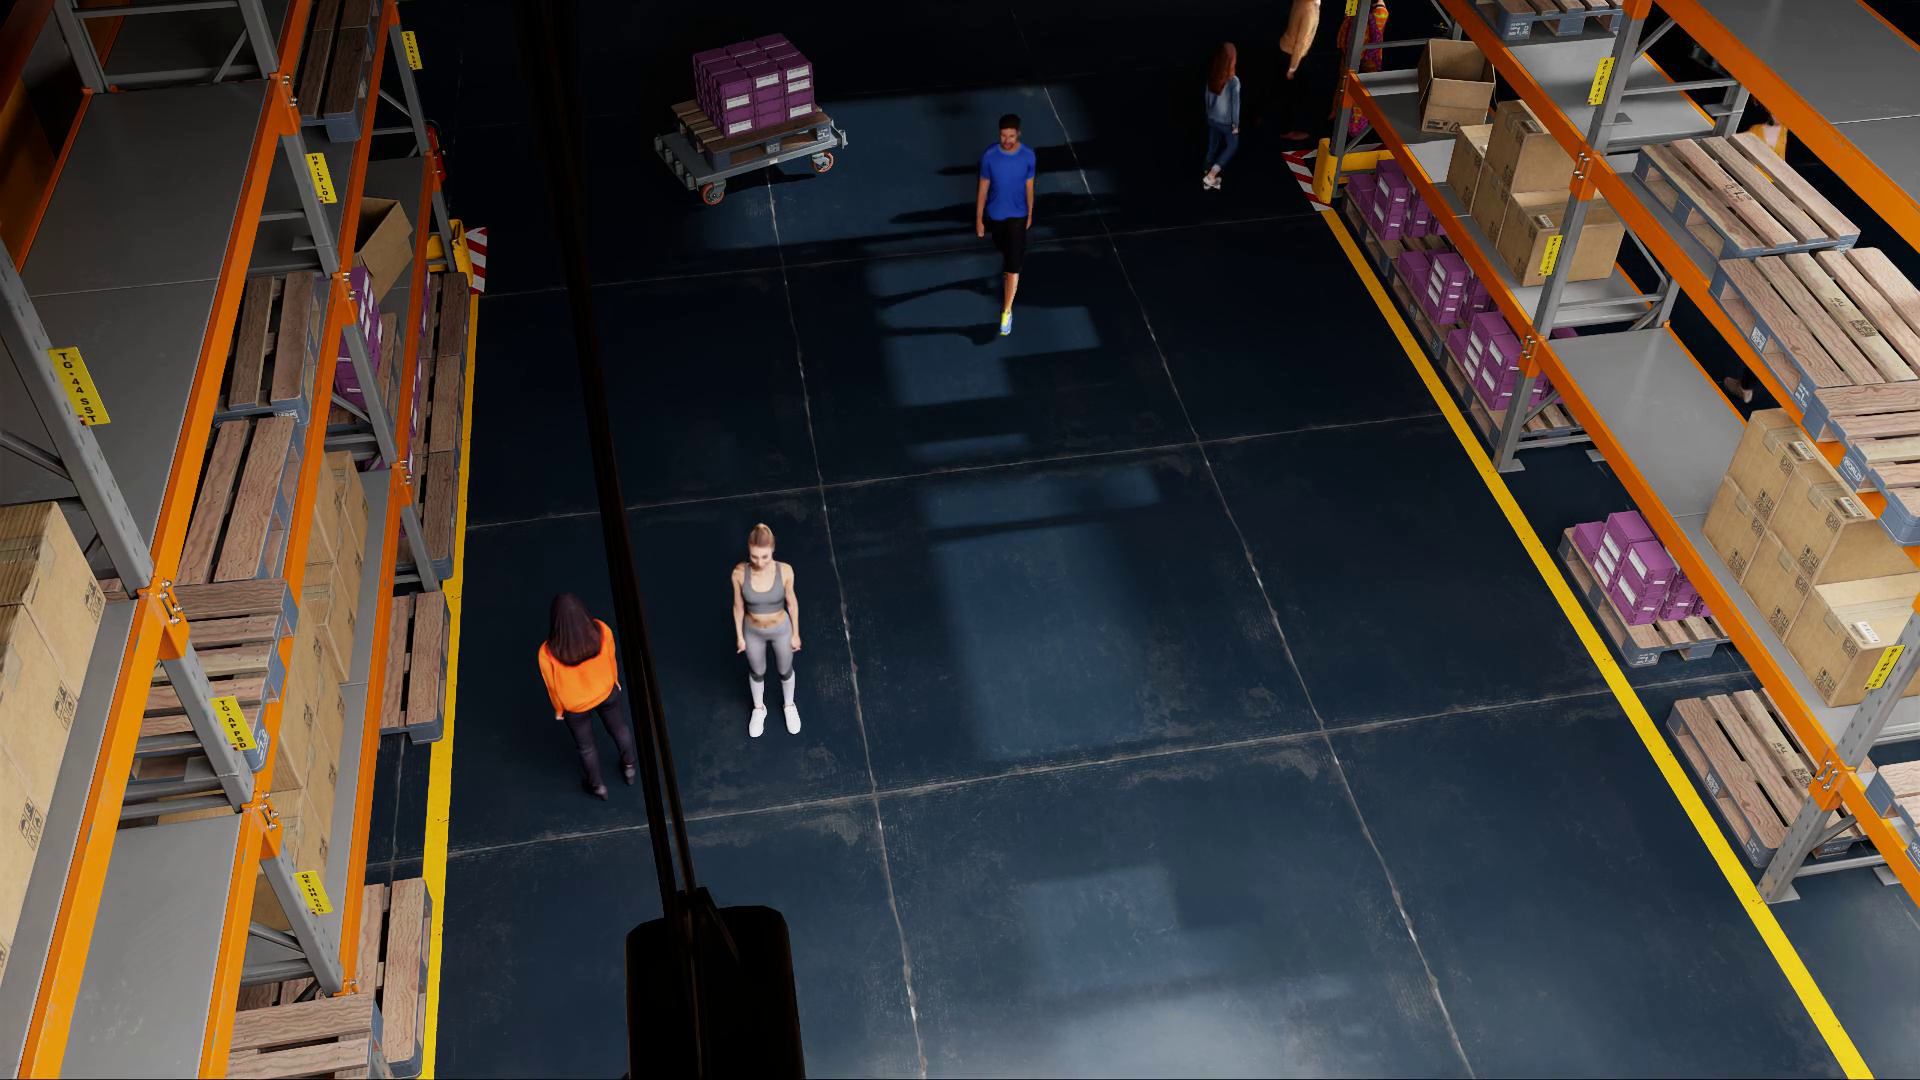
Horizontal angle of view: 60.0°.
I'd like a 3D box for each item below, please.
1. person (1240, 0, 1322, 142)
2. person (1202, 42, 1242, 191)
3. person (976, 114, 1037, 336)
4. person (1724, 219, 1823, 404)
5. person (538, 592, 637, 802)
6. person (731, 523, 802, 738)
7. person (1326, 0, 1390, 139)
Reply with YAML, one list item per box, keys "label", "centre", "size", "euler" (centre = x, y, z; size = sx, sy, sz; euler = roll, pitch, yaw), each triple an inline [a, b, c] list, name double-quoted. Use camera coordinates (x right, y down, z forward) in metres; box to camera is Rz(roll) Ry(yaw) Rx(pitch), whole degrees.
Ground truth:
- label: "person"
  centre: [3.129, -4.637, 15.957]
  size: [0.833, 1.719, 0.896]
  euler: [-2, 44, -2]
- label: "person"
  centre: [2.360, -3.856, 15.320]
  size: [0.746, 1.467, 0.661]
  euler: [-32, 52, -29]
- label: "person"
  centre: [0.398, -2.766, 13.921]
  size: [0.924, 1.819, 1.319]
  euler: [6, 44, 6]
- label: "person"
  centre: [6.490, -1.676, 12.801]
  size: [0.744, 1.786, 1.088]
  euler: [-14, 45, -14]
- label: "person"
  centre: [-2.245, 0.950, 10.072]
  size: [0.698, 1.749, 0.691]
  euler: [-26, 49, -24]
- label: "person"
  centre: [-1.214, 0.570, 10.501]
  size: [0.571, 1.707, 0.551]
  euler: [-4, 44, -4]
- label: "person"
  centre: [3.878, -4.751, 16.101]
  size: [0.700, 1.686, 0.583]
  euler: [-9, 44, -9]
